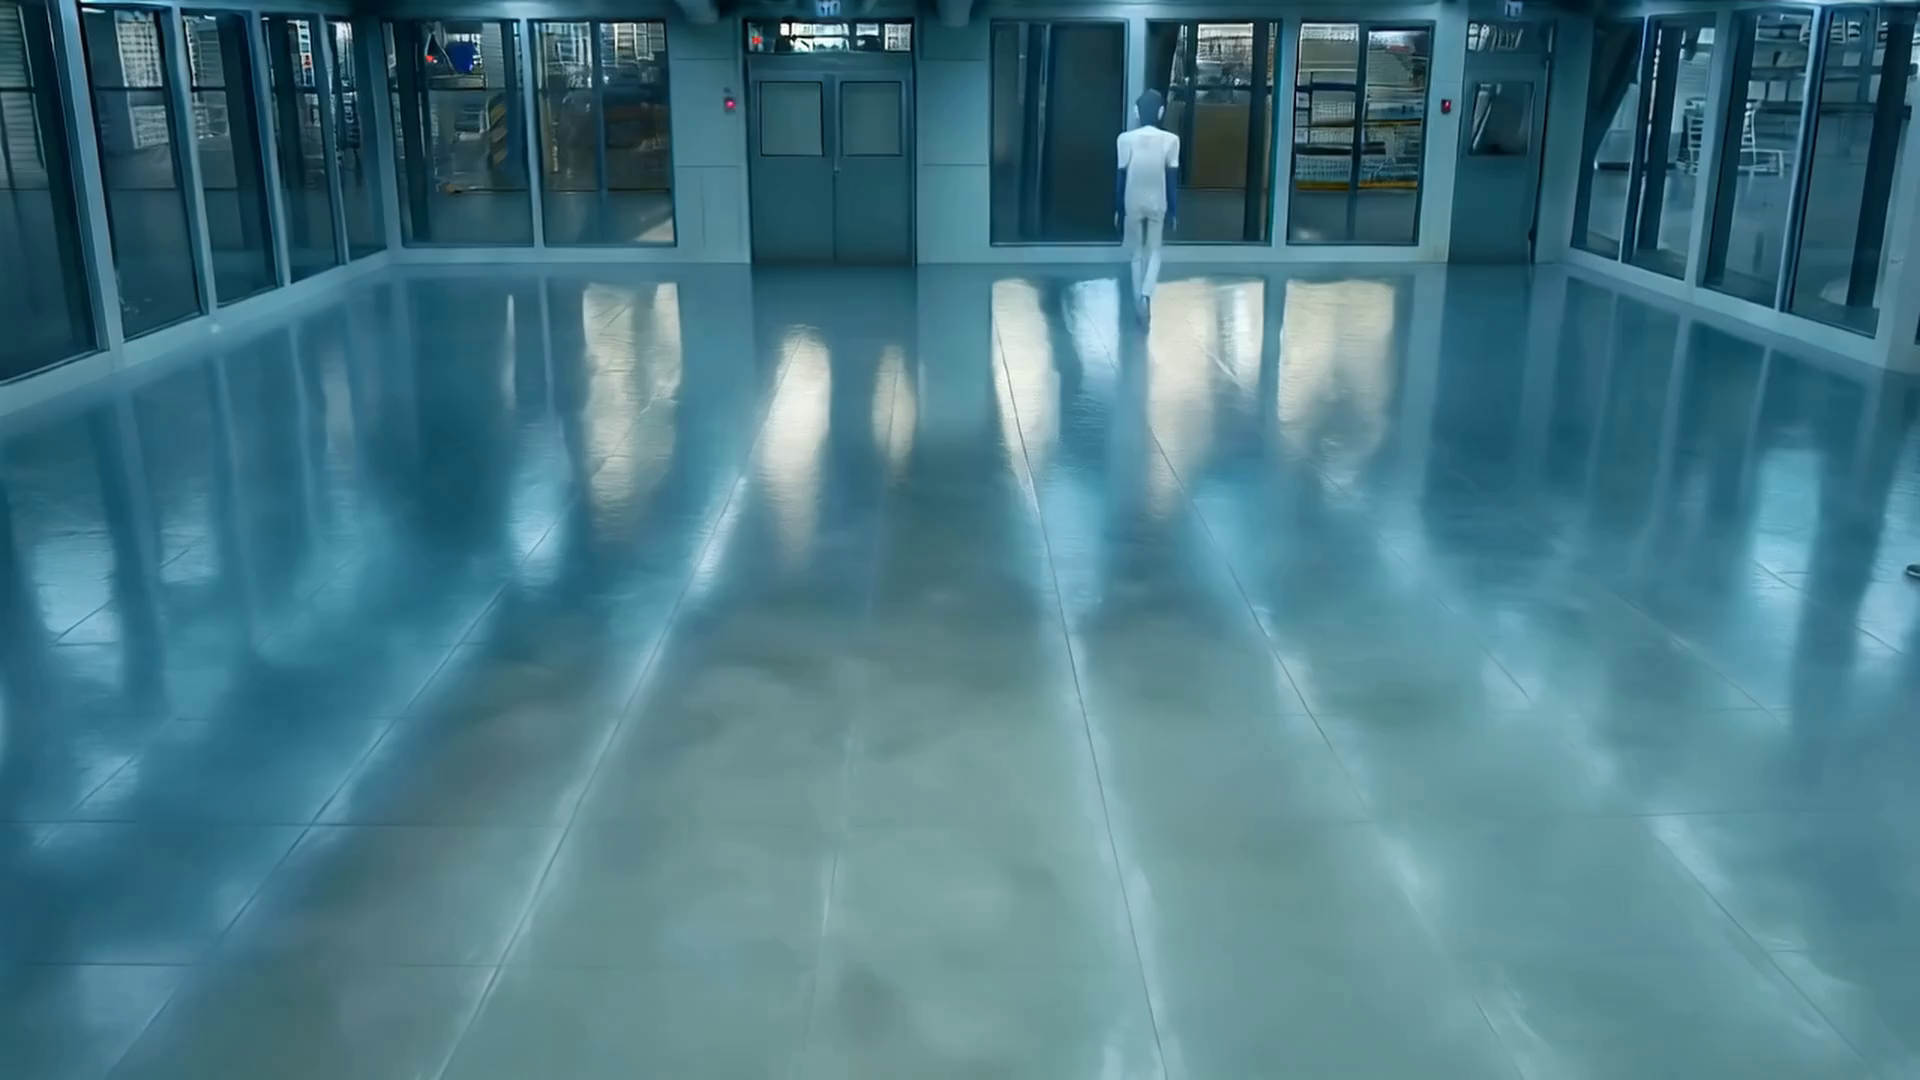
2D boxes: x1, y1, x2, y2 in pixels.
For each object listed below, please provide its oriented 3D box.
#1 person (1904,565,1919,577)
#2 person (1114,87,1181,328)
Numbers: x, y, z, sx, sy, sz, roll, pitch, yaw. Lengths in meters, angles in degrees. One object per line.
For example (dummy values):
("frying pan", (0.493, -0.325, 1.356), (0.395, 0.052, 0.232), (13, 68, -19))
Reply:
("person", (4.041, -0.573, 6.531), (0.286, 1.633, 0.499), (4, 17, 13))
("person", (1.468, -2.602, 13.071), (0.528, 1.851, 0.789), (4, 17, 14))
